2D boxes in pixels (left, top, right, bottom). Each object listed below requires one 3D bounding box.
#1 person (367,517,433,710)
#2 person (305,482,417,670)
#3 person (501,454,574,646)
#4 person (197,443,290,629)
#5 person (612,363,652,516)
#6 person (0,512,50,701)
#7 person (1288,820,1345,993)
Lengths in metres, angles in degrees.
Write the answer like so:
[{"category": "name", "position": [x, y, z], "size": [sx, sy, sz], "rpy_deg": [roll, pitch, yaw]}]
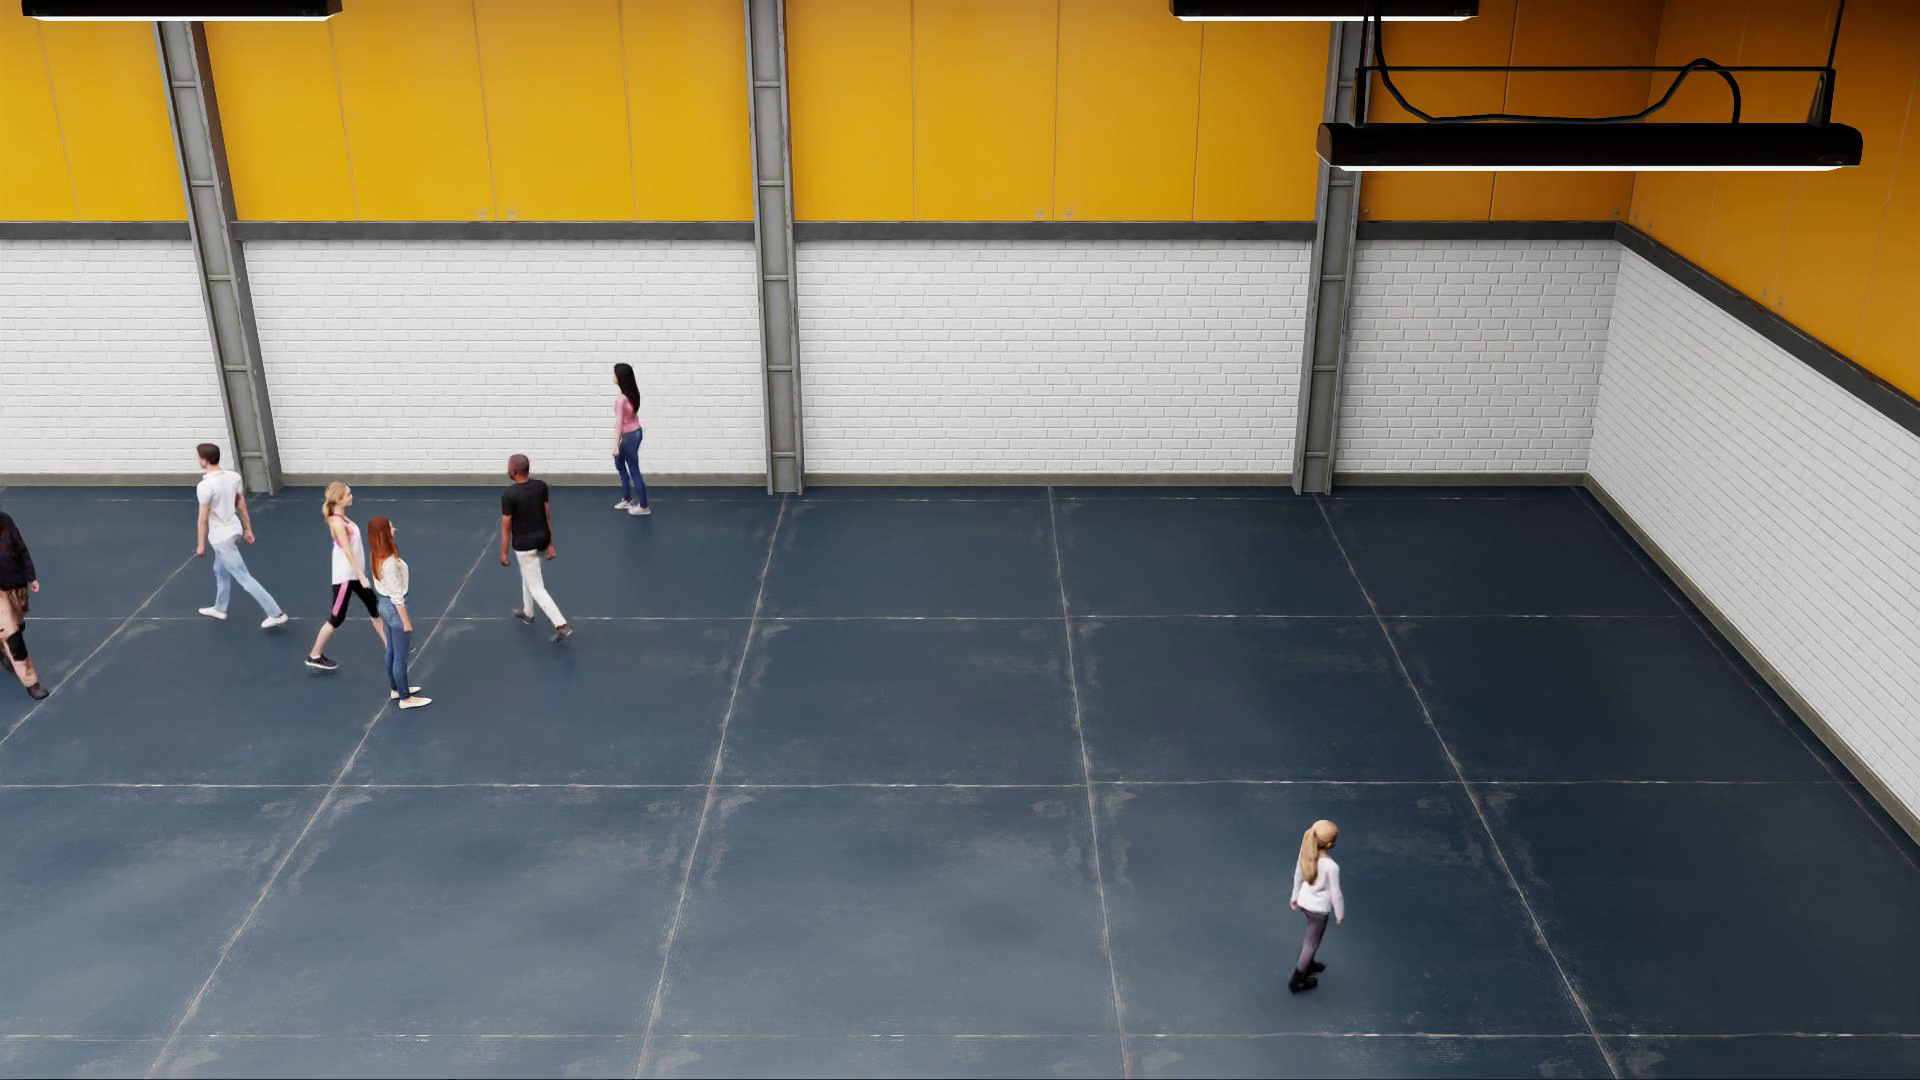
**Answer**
[{"category": "person", "position": [-4.825, 0.602, 14.158], "size": [0.674, 1.728, 0.652], "rpy_deg": [-15, 28, -30]}, {"category": "person", "position": [-5.495, 0.368, 14.670], "size": [1.221, 1.745, 0.809], "rpy_deg": [-6, 24, -14]}, {"category": "person", "position": [-3.878, 0.103, 15.245], "size": [1.310, 1.771, 1.161], "rpy_deg": [16, 28, 32]}, {"category": "person", "position": [-6.709, 0.012, 15.407], "size": [1.282, 1.808, 0.807], "rpy_deg": [5, 24, 11]}, {"category": "person", "position": [-3.493, -1.079, 17.994], "size": [0.688, 1.735, 0.632], "rpy_deg": [3, 24, 6]}, {"category": "person", "position": [-8.326, 0.409, 14.410], "size": [1.355, 1.879, 1.175], "rpy_deg": [16, 28, 32]}, {"category": "person", "position": [2.230, 2.372, 10.685], "size": [0.673, 1.267, 0.611], "rpy_deg": [-12, 26, -26]}]
